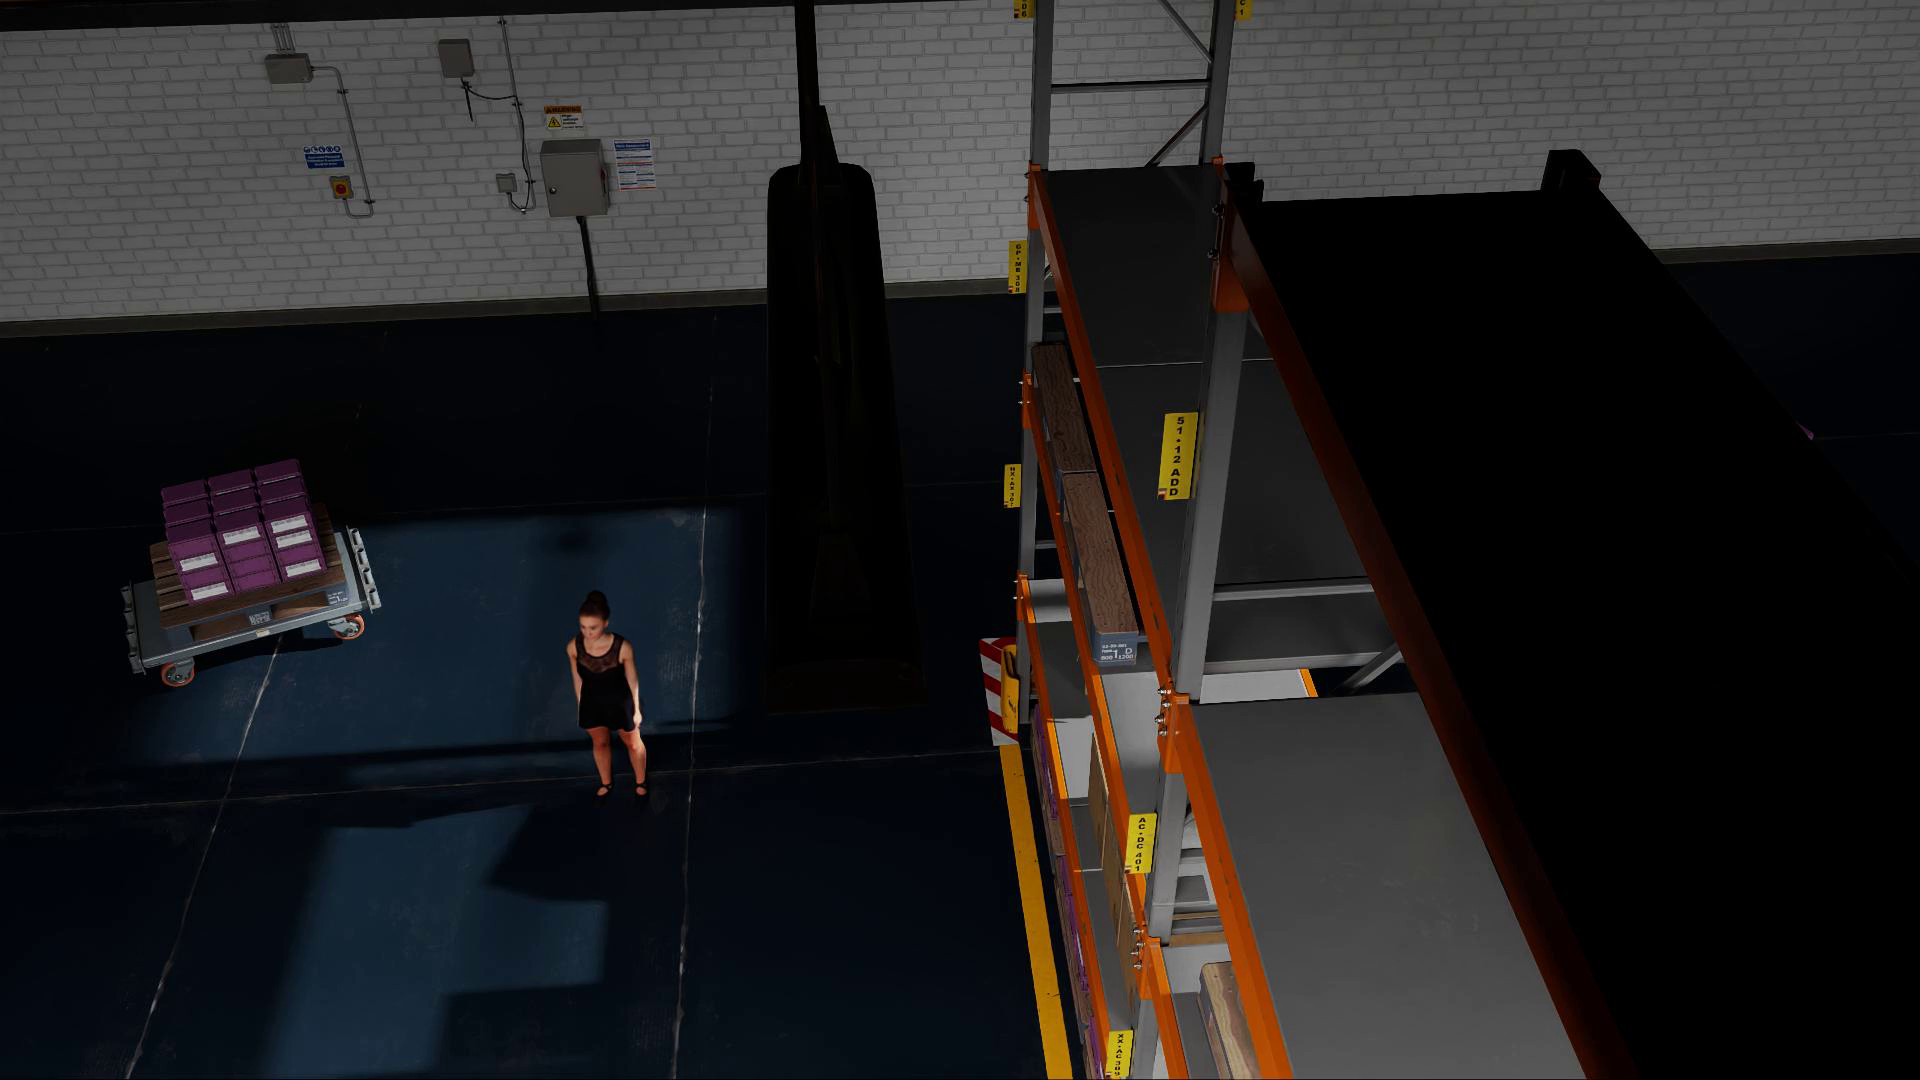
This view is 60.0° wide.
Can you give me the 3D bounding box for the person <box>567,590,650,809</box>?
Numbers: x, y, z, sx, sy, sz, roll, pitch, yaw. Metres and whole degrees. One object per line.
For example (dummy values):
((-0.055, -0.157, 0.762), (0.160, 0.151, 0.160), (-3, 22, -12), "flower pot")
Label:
((-2.160, 0.998, 10.260), (0.611, 1.674, 0.608), (3, 39, 4), "person")
